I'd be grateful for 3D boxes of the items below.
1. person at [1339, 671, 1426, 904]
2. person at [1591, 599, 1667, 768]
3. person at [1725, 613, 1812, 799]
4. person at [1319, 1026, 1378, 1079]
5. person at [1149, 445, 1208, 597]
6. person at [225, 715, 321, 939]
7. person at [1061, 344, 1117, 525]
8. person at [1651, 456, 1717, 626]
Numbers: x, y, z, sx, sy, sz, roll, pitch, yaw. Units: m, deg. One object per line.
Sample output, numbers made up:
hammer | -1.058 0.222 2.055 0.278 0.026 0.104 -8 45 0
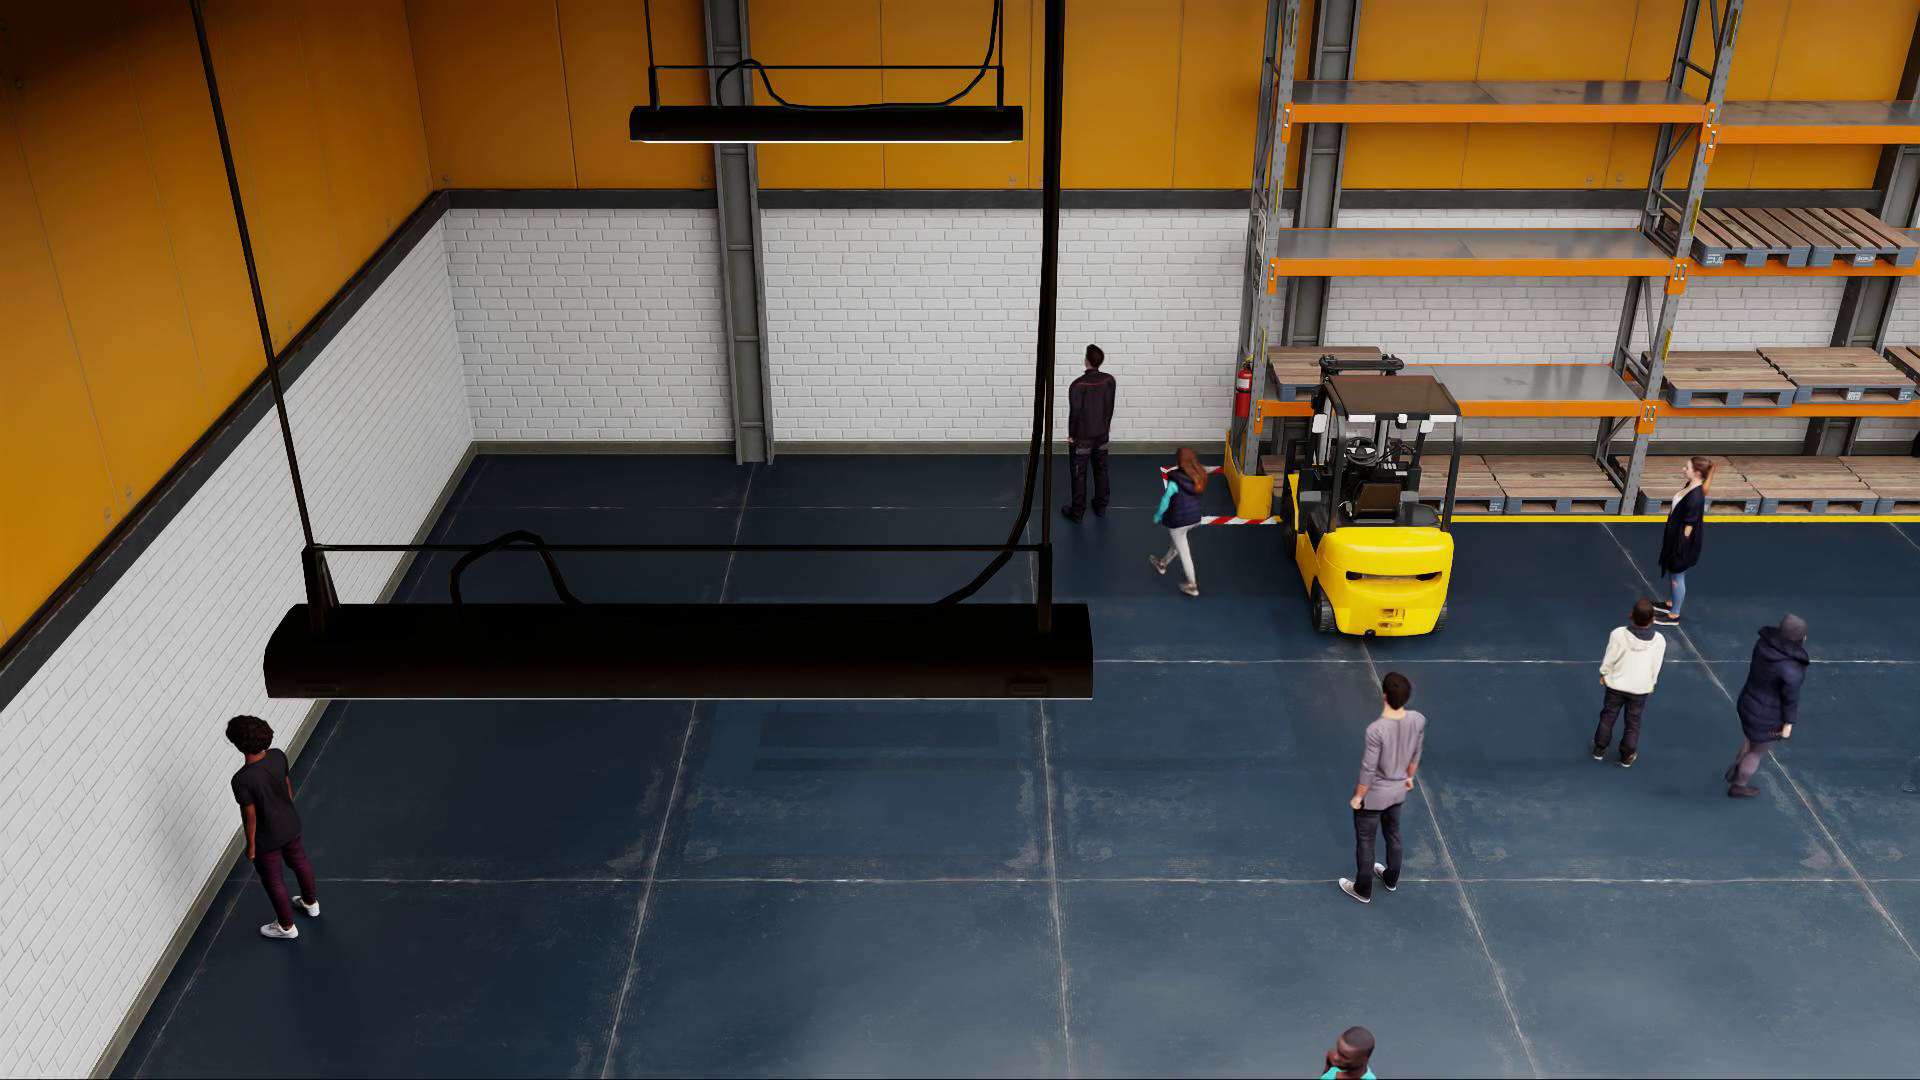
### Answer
person | 3.012 1.757 11.838 0.643 1.851 0.806 -14 31 -24
person | 5.378 1.150 13.370 0.596 1.449 0.723 13 31 23
person | 6.158 1.304 12.862 0.694 1.666 0.705 -4 29 -7
person | 2.067 3.316 9.021 0.642 1.811 0.674 -11 31 -20
person | 2.150 -0.151 15.743 0.941 1.462 0.976 -23 36 -36
person | -4.776 1.968 11.523 0.679 1.783 0.699 9 30 17
person | 1.326 -1.102 17.006 0.693 1.921 0.834 -13 31 -22
person | 6.628 0.000 15.236 0.677 1.681 0.702 10 30 17
